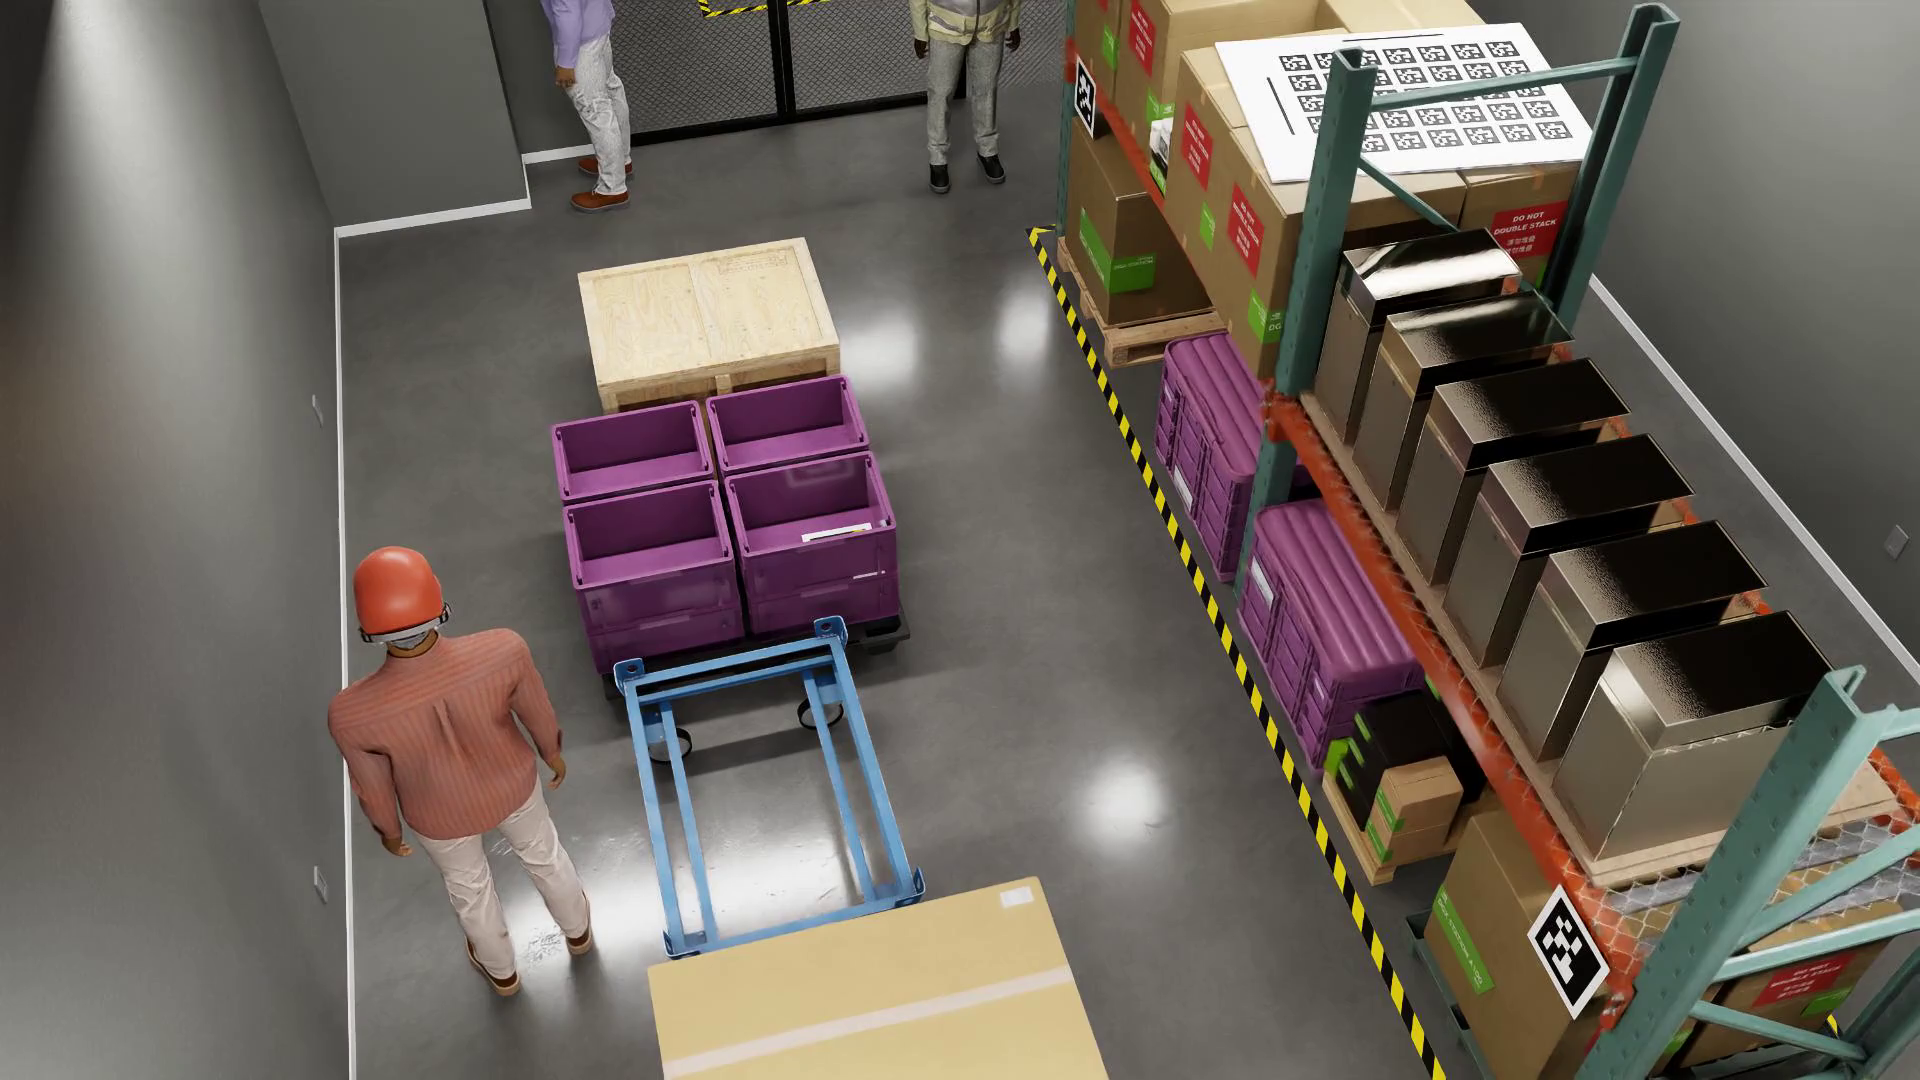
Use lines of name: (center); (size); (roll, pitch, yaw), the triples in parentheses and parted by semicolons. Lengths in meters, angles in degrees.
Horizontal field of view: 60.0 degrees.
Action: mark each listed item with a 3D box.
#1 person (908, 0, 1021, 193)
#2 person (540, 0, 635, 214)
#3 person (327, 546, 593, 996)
person: (0.037, -2.602, 8.347); (0.588, 1.833, 0.404); (-11, 48, -10)
person: (-1.886, -2.509, 8.191); (0.372, 1.940, 0.627); (1, 47, 1)
person: (-1.528, 0.749, 5.161); (0.623, 1.992, 0.396); (-25, 52, -21)
